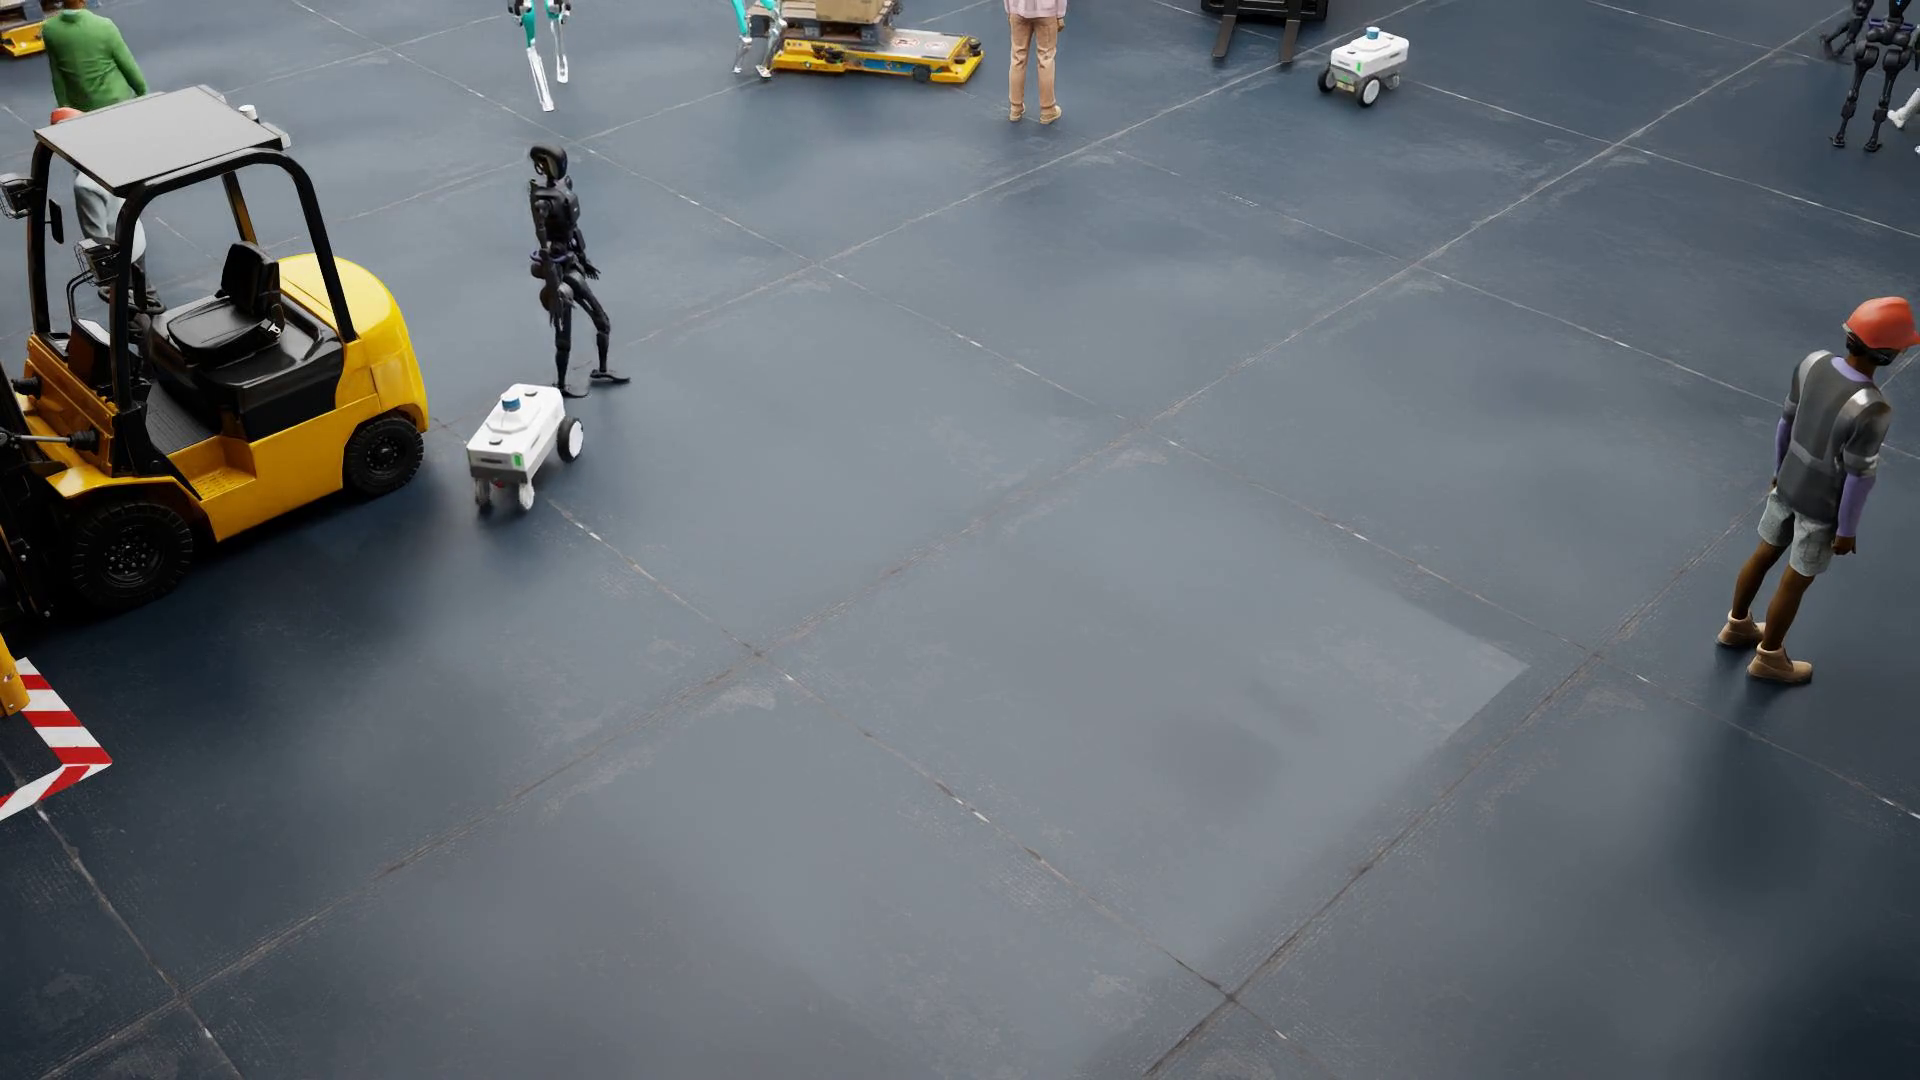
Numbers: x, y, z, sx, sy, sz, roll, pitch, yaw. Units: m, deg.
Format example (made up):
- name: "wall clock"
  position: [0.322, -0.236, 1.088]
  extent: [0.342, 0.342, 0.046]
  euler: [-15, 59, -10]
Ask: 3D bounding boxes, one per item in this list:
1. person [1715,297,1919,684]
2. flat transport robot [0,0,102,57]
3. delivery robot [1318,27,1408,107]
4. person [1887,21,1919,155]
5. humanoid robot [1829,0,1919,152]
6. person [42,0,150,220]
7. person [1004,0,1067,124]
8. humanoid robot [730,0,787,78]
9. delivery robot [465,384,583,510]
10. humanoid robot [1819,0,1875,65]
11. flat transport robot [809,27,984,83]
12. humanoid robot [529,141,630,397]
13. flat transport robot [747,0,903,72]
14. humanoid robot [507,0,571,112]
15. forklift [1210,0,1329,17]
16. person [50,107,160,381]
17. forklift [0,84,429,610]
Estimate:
- name: "person"
  position: [4.035, -0.226, 7.819]
  extent: [0.374, 2.045, 0.604]
  euler: [-6, 37, -8]
- name: "flat transport robot"
  position: [-8.756, -4.820, 15.449]
  extent: [1.431, 0.231, 0.659]
  euler: [30, 46, 34]
- name: "delivery robot"
  position: [3.461, -4.059, 14.201]
  extent: [0.777, 0.605, 0.511]
  euler: [-27, 44, -31]
- name: "person"
  position: [7.742, -3.871, 13.075]
  extent: [0.512, 1.585, 0.891]
  euler: [-6, 37, -8]
- name: "humanoid robot"
  position: [7.237, -3.896, 13.023]
  extent: [0.599, 1.657, 0.315]
  euler: [17, 40, 22]
- name: "person"
  position: [-6.193, -3.222, 12.083]
  extent: [0.571, 1.735, 0.934]
  euler: [-2, 37, -3]
- name: "person"
  position: [0.596, -4.234, 13.398]
  extent: [0.524, 1.784, 0.402]
  euler: [11, 38, 14]
- name: "humanoid robot"
  position: [-1.758, -4.731, 14.139]
  extent: [0.547, 1.780, 0.867]
  euler: [-23, 43, -28]
- name: "delivery robot"
  position: [-2.531, -0.574, 9.516]
  extent: [0.499, 0.583, 0.758]
  euler: [6, 37, 8]
- name: "humanoid robot"
  position: [7.954, -4.978, 14.489]
  extent: [0.610, 1.651, 0.341]
  euler: [-12, 38, -16]
- name: "flat transport robot"
  position: [-0.562, -4.322, 14.782]
  extent: [1.431, 0.231, 0.659]
  euler: [9, 38, 12]
- name: "humanoid robot"
  position: [-2.321, -1.586, 9.950]
  extent: [0.573, 1.640, 0.612]
  euler: [4, 37, 6]
- name: "flat transport robot"
  position: [-1.211, -4.627, 15.191]
  extent: [0.659, 0.231, 1.431]
  euler: [7, 37, 9]
- name: "humanoid robot"
  position: [-3.513, -4.571, 13.909]
  extent: [0.536, 1.772, 0.973]
  euler: [-7, 37, -9]
- name: "forklift"
  position: [3.106, -6.400, 15.960]
  extent: [1.214, 2.155, 2.313]
  euler: [8, 37, 10]
- name: "person"
  position: [-5.184, -1.804, 10.185]
  extent: [0.350, 1.738, 0.572]
  euler: [-3, 37, -5]
- name: "forklift"
  position: [-4.145, -1.093, 8.856]
  extent: [2.313, 2.155, 1.214]
  euler: [-31, 47, -34]
